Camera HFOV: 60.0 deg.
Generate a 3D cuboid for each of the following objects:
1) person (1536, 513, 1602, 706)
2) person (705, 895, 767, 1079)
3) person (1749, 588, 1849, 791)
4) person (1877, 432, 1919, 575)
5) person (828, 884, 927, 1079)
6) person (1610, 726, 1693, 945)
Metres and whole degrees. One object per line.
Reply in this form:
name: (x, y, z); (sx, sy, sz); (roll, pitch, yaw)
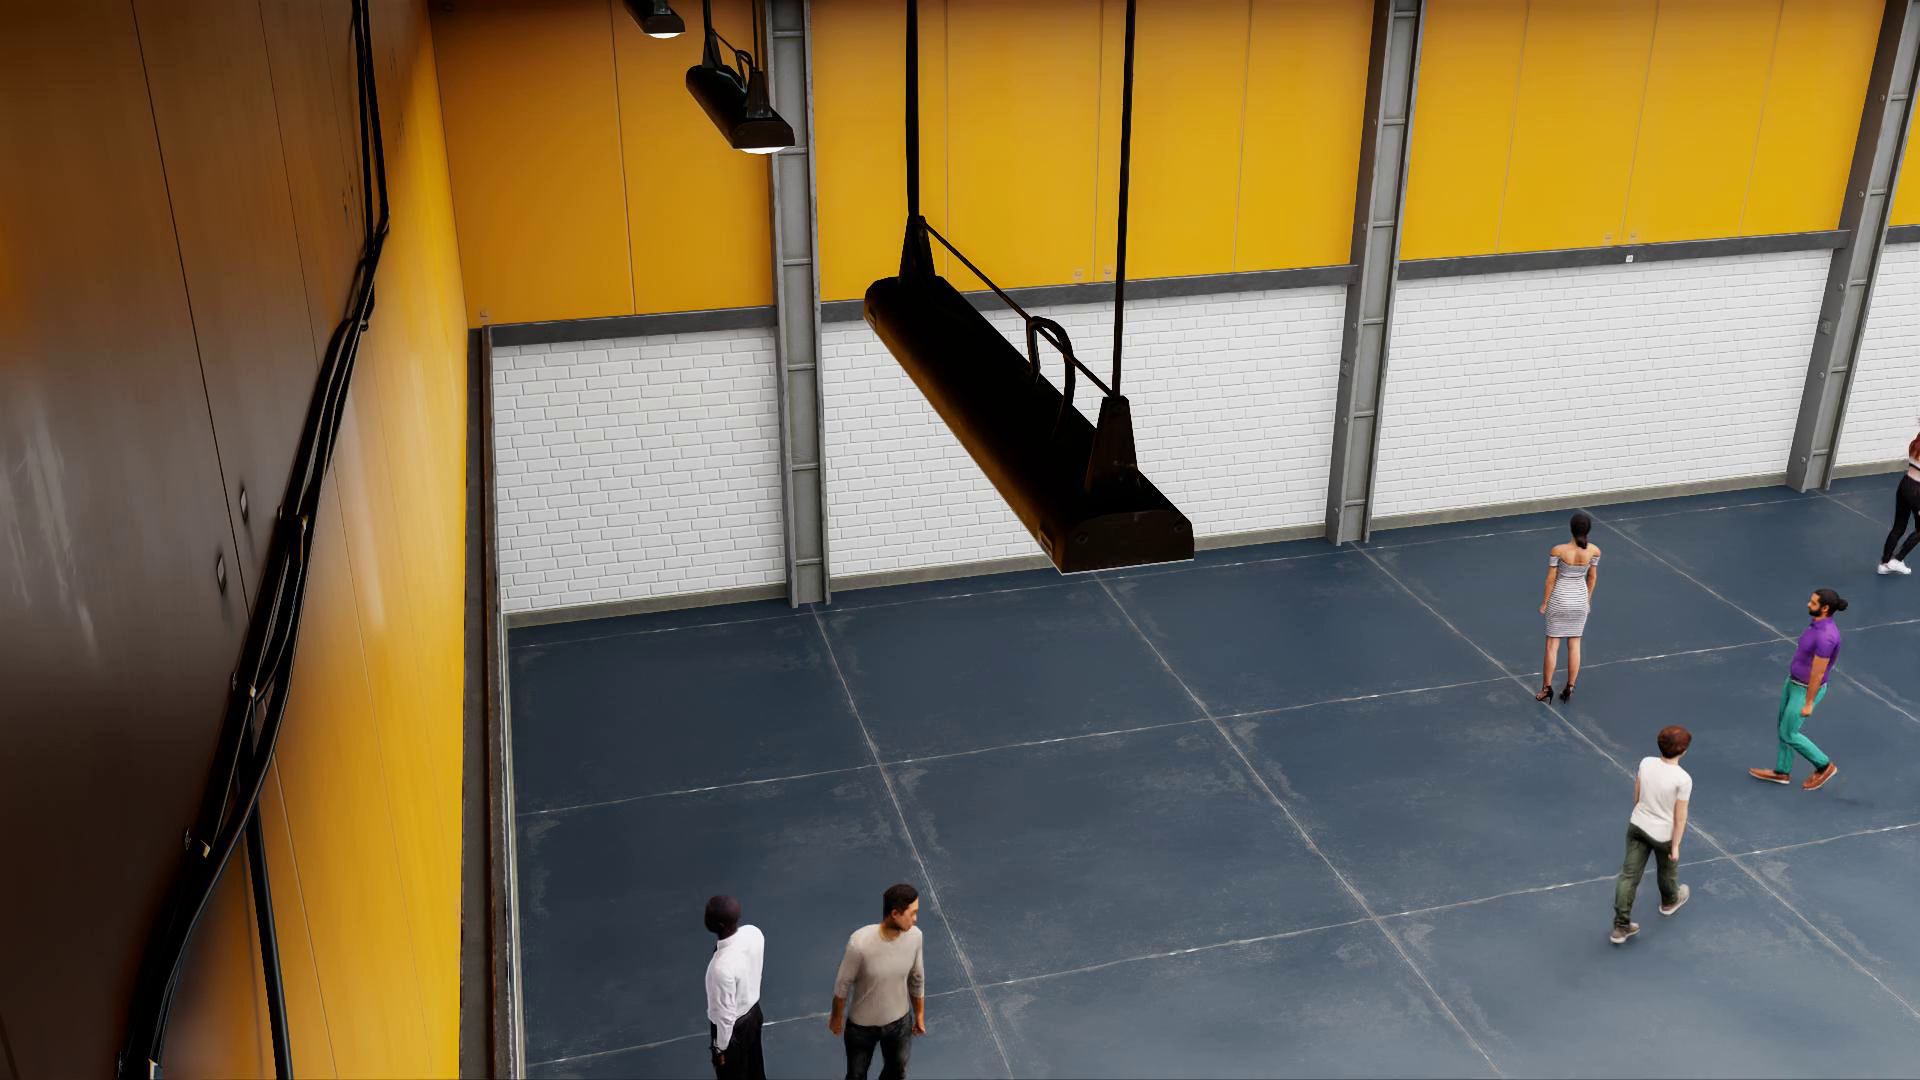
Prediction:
person: (5.345, 0.603, 14.627); (0.559, 1.822, 0.705); (0, 24, 0)
person: (-1.279, 2.816, 9.548); (0.724, 1.835, 0.718); (8, 25, 17)
person: (6.849, 1.216, 13.305); (0.966, 1.760, 0.869); (7, 24, 15)
person: (9.711, -0.431, 17.106); (0.602, 1.732, 0.635); (-5, 24, -12)
person: (-0.548, 2.774, 9.720); (0.520, 1.775, 0.886); (-4, 24, -9)
person: (4.756, 2.068, 11.523); (1.141, 1.624, 0.890); (-18, 29, -35)
